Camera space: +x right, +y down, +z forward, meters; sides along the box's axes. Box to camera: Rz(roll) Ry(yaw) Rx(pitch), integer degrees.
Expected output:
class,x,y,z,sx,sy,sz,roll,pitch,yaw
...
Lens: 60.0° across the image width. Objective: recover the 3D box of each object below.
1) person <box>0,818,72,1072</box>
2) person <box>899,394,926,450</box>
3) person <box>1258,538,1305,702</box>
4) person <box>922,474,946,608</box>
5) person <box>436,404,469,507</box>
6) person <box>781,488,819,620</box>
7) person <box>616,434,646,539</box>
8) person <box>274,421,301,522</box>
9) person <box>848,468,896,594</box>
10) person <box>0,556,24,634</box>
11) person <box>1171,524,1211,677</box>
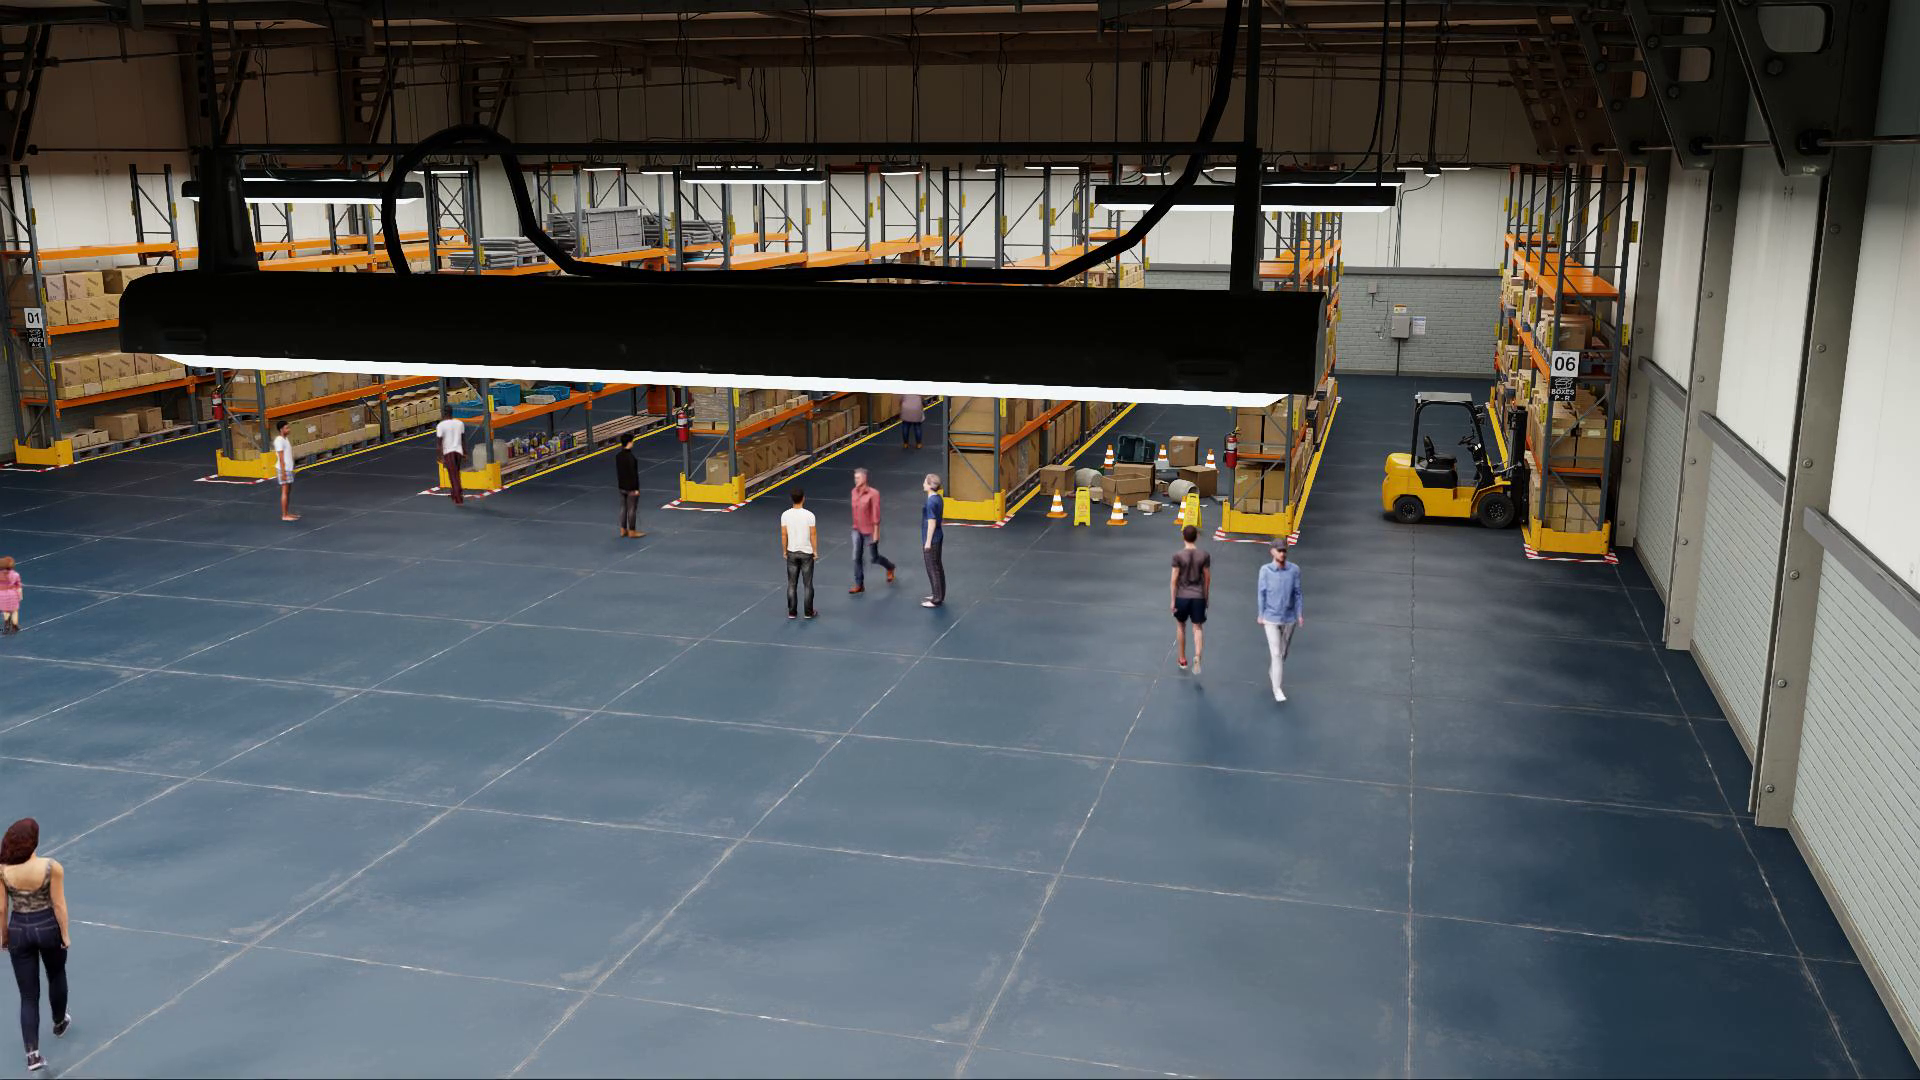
class,x,y,z,sx,sy,sz,roll,pitch,yaw
person,-6.392,2.811,11.470,1.043,1.729,1.234,-5,14,-19
person,-1.054,-2.824,35.783,0.752,1.739,0.700,1,13,4
person,3.732,0.890,19.477,0.939,1.859,1.249,-1,13,-5
person,-0.377,-0.006,23.321,0.724,1.871,0.479,3,13,11
person,-9.082,-1.511,29.960,0.982,1.808,1.000,12,17,41
person,-2.189,0.176,22.689,0.659,1.802,0.566,2,13,8
person,-5.495,-0.908,27.544,0.723,1.723,0.699,12,18,42
person,-11.717,-1.218,28.865,0.755,1.731,0.614,-2,13,-10
person,-1.309,-0.148,24.077,0.966,1.805,1.188,10,16,37
person,-12.603,0.733,22.043,0.528,1.007,0.586,-5,14,-22
person,2.808,0.749,20.144,0.831,1.832,1.123,0,13,-2
